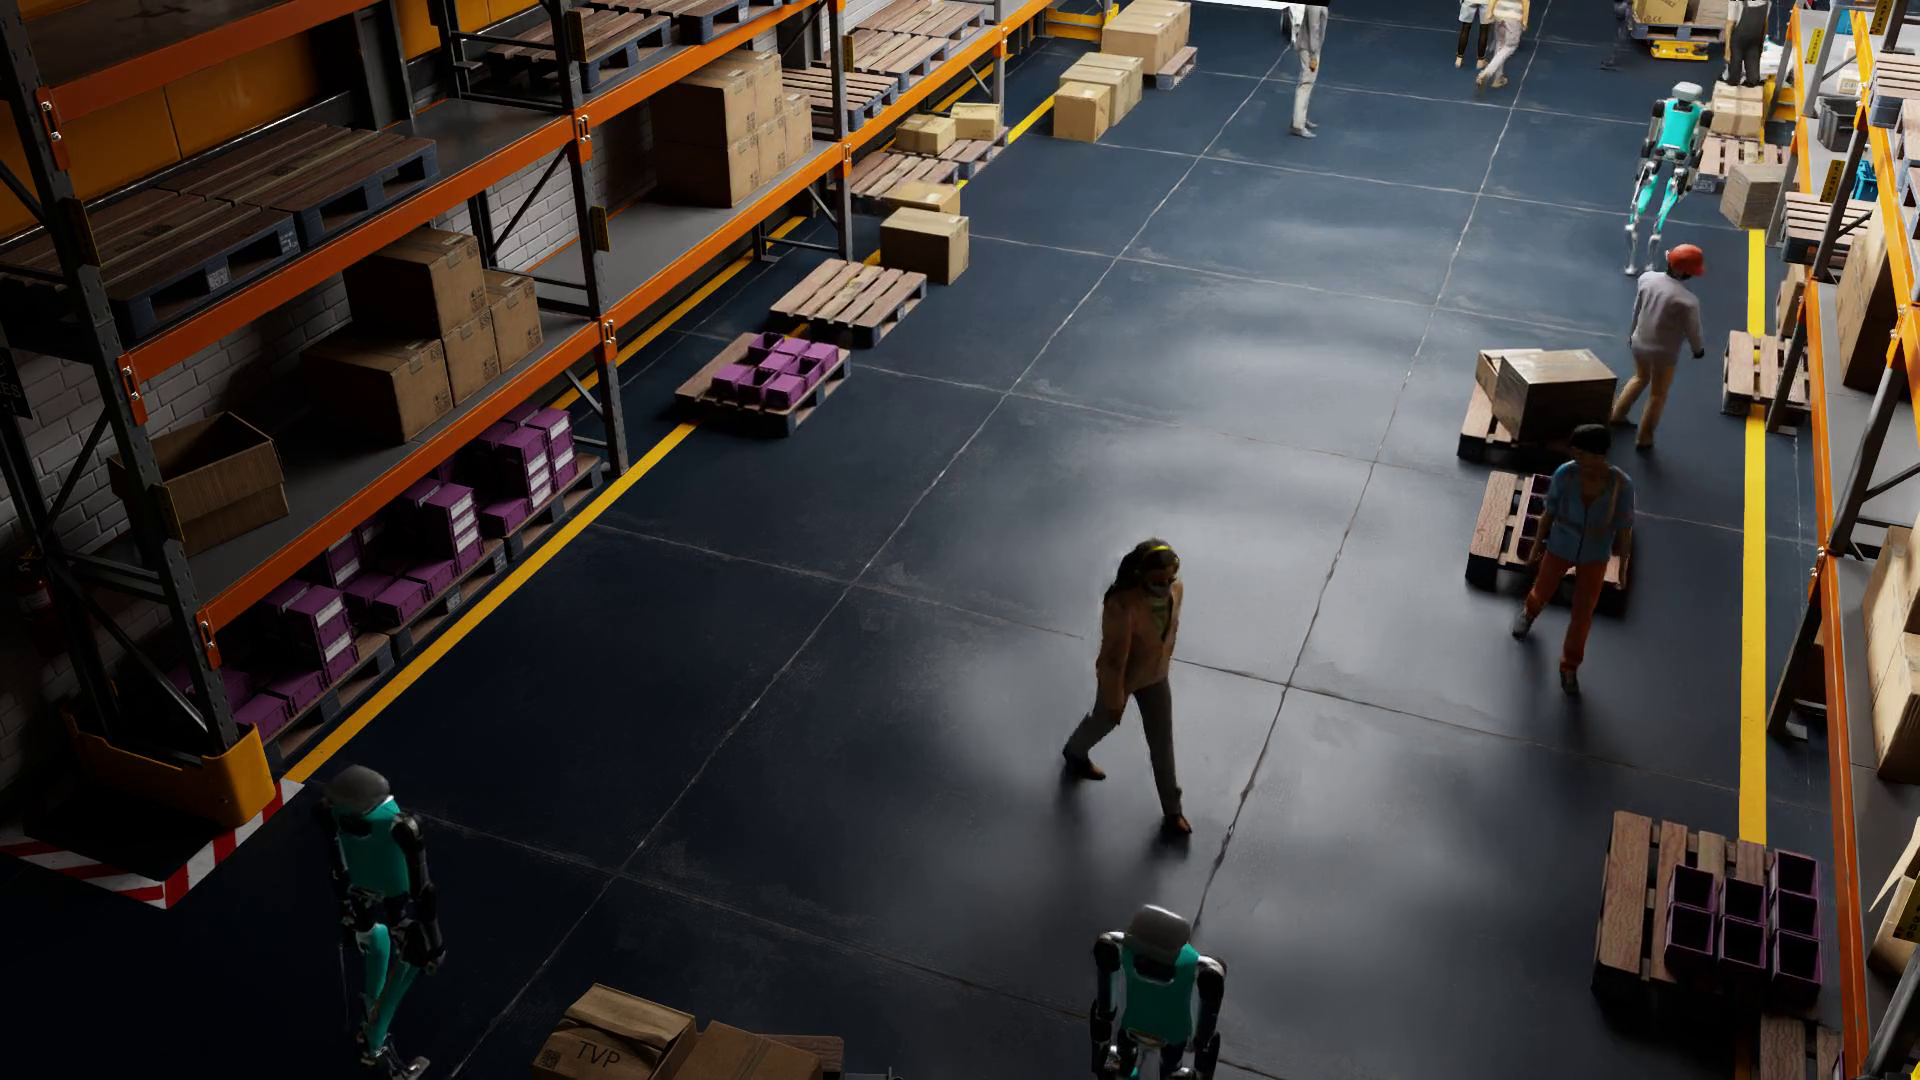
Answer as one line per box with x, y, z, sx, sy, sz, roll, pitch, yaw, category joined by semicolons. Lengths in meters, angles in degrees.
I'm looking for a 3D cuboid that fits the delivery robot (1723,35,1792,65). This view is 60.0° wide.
9.813;-5.919;20.507;0.818;0.614;0.499;16;36;23;delivery robot

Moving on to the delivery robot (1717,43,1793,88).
9.680;-5.718;20.171;0.766;0.587;0.499;0;33;-1;delivery robot

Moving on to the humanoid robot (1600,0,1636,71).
8.257;-6.687;20.648;0.330;1.660;0.584;5;33;8;humanoid robot

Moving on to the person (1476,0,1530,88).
6.506;-6.238;19.888;0.671;1.742;0.521;-26;41;-34;person

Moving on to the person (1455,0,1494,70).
6.468;-6.714;20.665;0.539;1.695;0.315;15;36;22;person

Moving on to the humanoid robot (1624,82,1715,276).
6.421;-3.244;15.267;0.543;1.786;0.751;20;38;28;humanoid robot

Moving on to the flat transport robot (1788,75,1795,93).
10.774;-5.414;19.971;1.431;0.231;0.659;20;38;28;flat transport robot

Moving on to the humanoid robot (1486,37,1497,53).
7.021;-7.093;21.254;0.627;1.838;0.537;5;33;8;humanoid robot

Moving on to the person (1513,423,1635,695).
3.809;0.043;10.169;0.615;1.743;0.697;13;35;19;person

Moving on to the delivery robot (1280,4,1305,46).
4.526;-6.871;21.953;0.499;0.585;0.775;2;33;3;delivery robot

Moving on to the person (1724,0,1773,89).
8.849;-5.554;18.761;0.534;1.812;0.422;-4;33;-6;person

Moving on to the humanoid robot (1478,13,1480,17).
7.255;-7.848;22.427;1.001;1.777;0.531;-28;42;-36;humanoid robot

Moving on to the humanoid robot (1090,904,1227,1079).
0.705;2.308;6.671;0.531;1.795;0.755;12;35;18;humanoid robot

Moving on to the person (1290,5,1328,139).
3.908;-5.466;18.551;0.377;1.896;0.545;6;33;9;person

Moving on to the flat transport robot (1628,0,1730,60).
9.329;-6.578;21.773;0.659;0.231;1.431;6;33;9;flat transport robot

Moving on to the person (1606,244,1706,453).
5.298;-1.472;12.533;0.474;1.714;0.621;-13;35;-19;person

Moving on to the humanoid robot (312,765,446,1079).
-2.623;1.910;7.364;0.554;1.865;0.751;11;35;17;humanoid robot

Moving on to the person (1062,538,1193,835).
0.953;0.722;9.053;0.598;1.825;1.002;-20;38;-28;person
